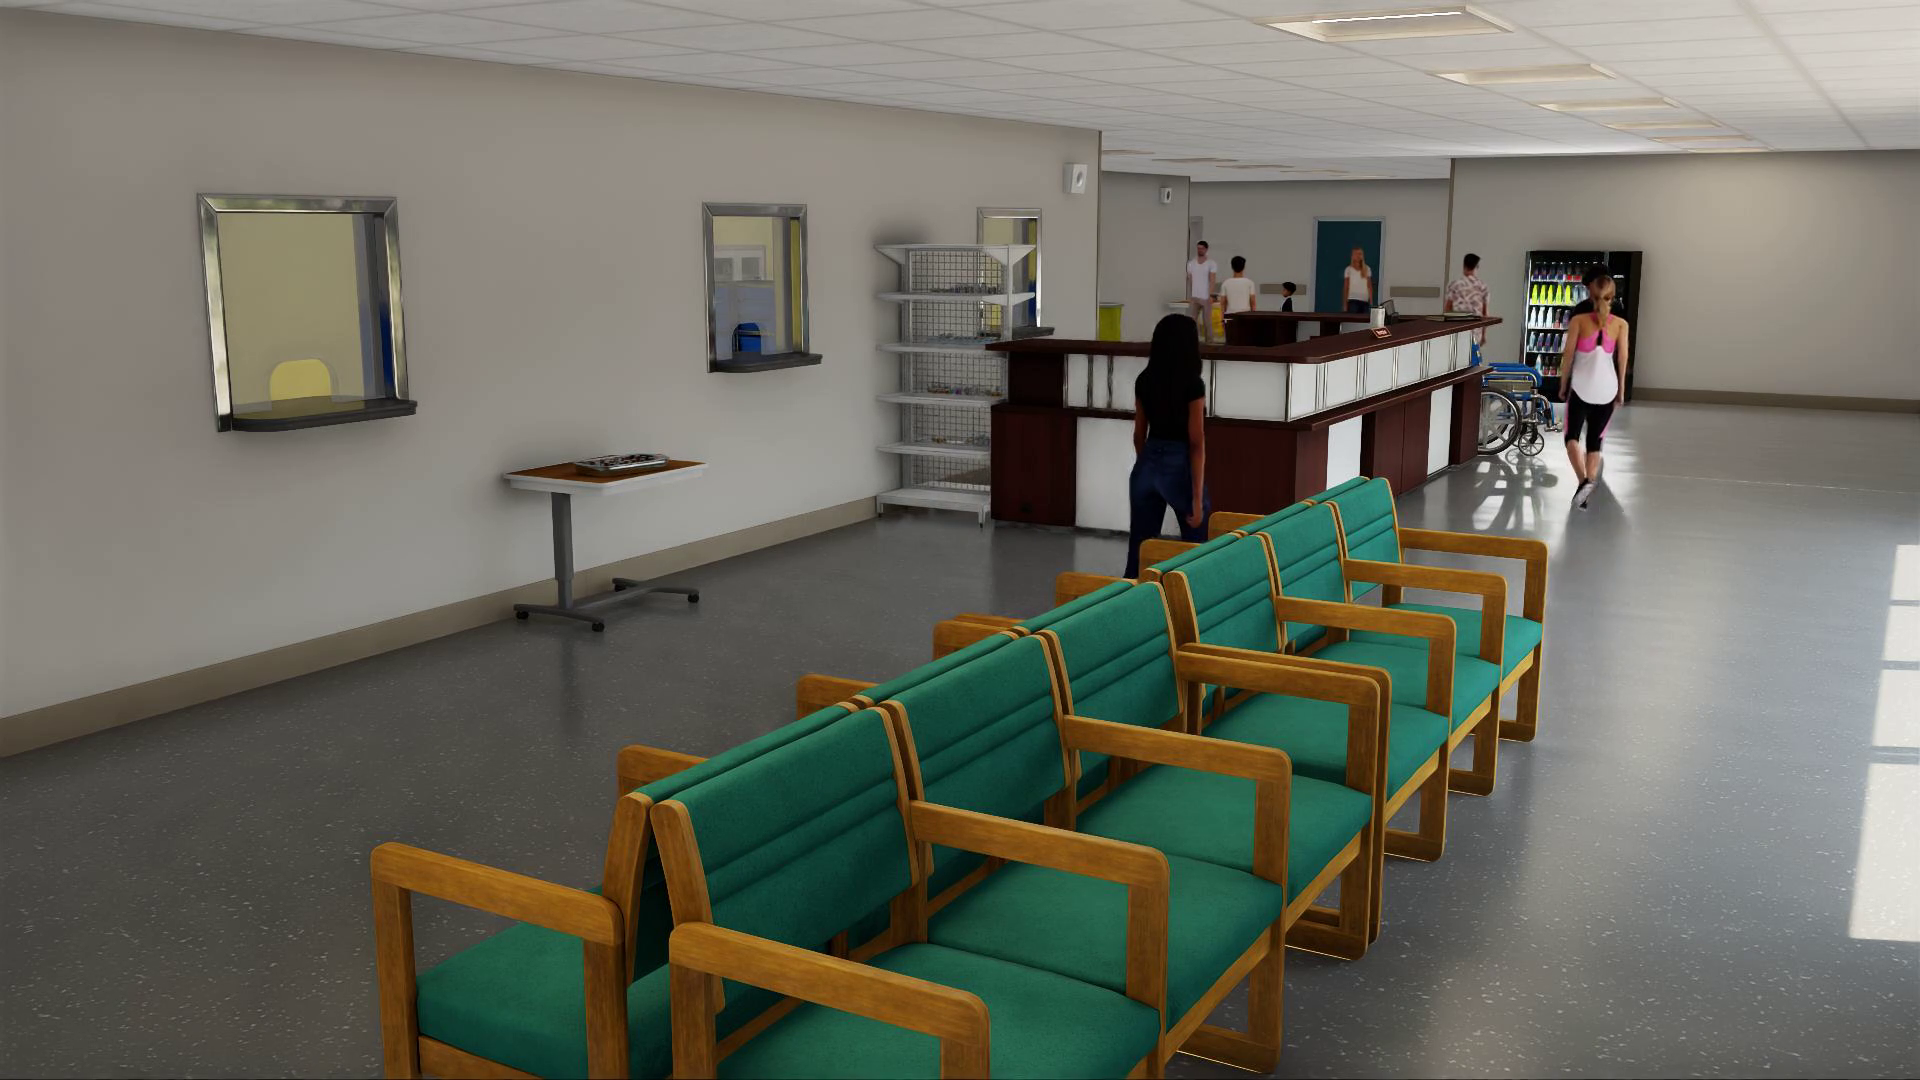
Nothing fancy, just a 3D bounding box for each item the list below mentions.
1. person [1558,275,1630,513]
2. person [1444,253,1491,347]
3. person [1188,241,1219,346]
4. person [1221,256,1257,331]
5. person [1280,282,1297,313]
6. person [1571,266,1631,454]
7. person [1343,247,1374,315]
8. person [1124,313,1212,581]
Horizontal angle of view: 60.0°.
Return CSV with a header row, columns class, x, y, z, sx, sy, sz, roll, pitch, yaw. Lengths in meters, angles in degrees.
class,x,y,z,sx,sy,sz,roll,pitch,yaw
person,4.698,-1.063,12.354,0.865,1.776,0.840,2,11,11
person,6.007,-2.471,19.737,1.092,1.790,1.059,0,11,0
person,4.078,-4.000,27.691,1.154,1.829,0.753,7,13,31
person,3.789,-3.006,22.694,0.781,1.708,0.763,4,12,21
person,5.387,-3.630,27.358,0.597,1.226,0.575,1,11,4
person,6.074,-1.714,15.874,1.119,1.743,0.991,1,11,7
person,6.264,-3.704,26.290,1.153,1.770,1.097,-1,11,-5
person,0.950,-0.190,8.008,1.125,1.682,0.726,7,13,32
